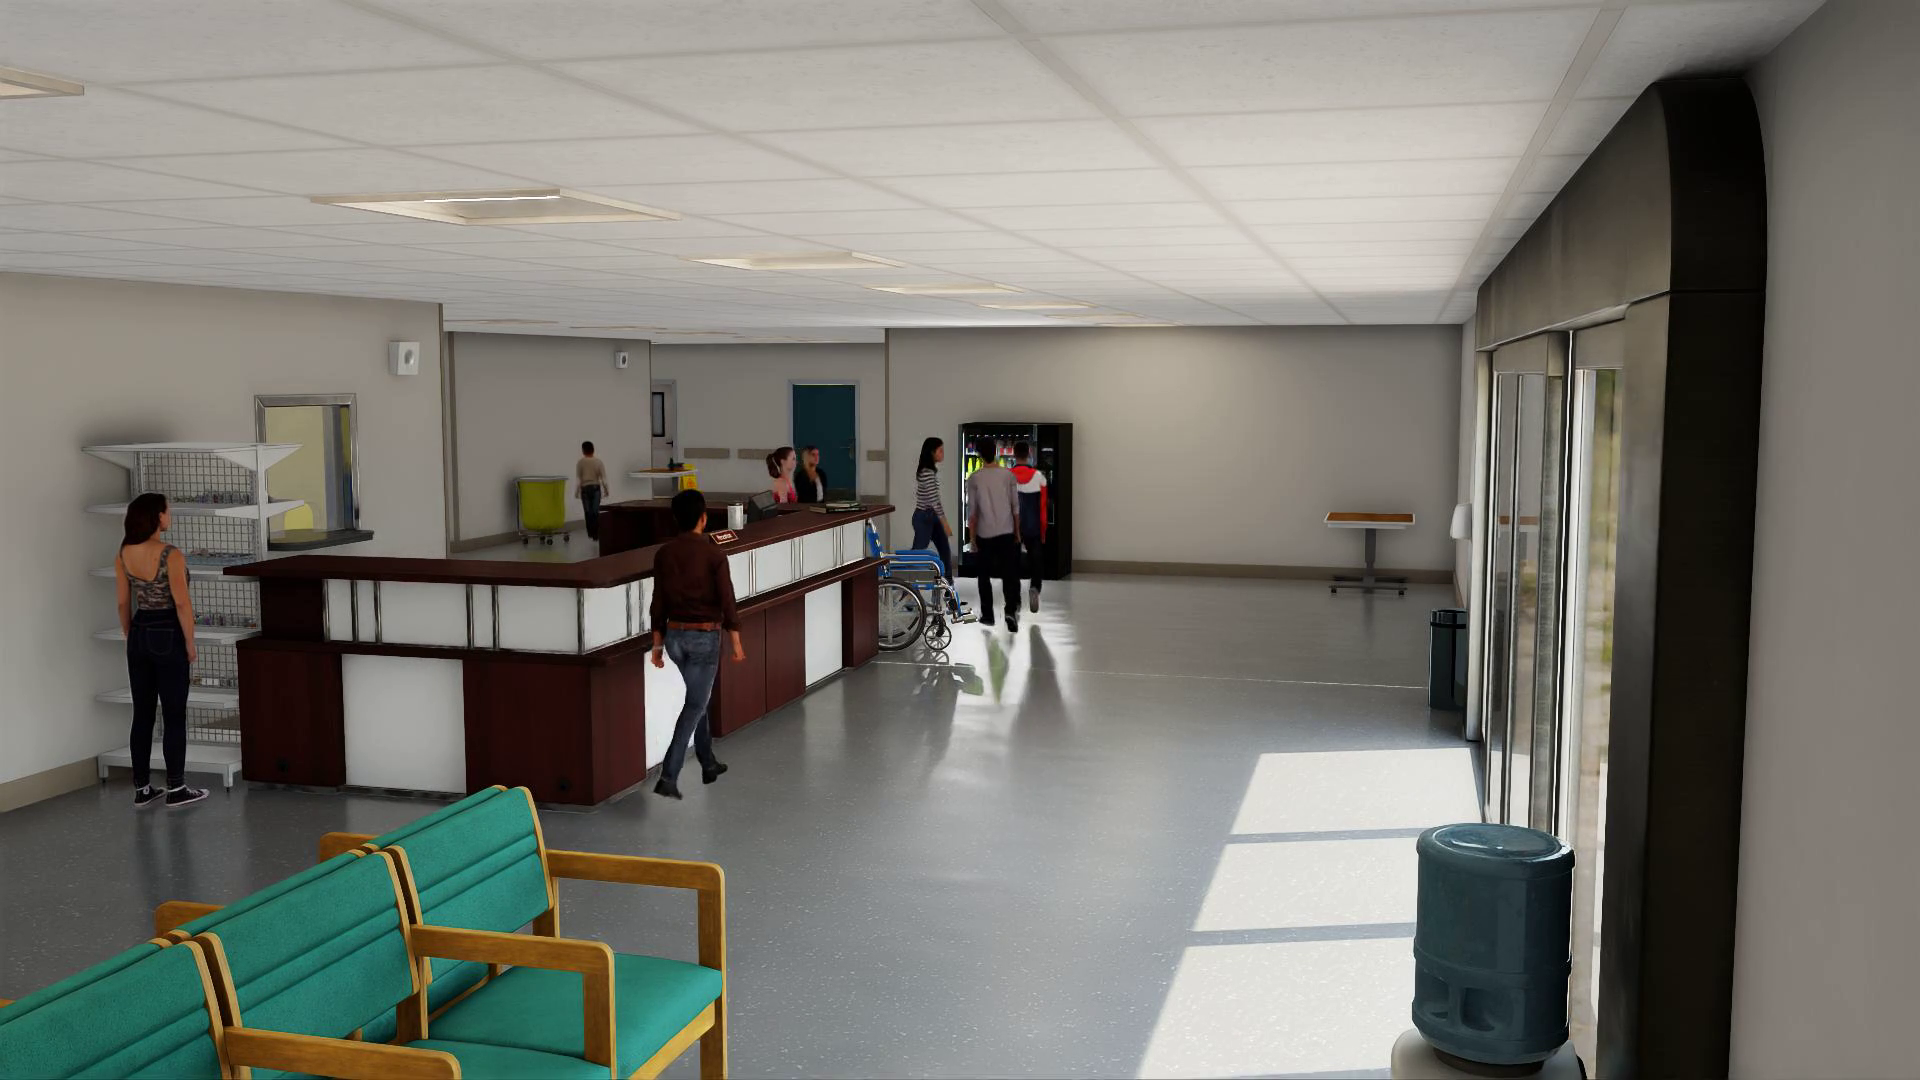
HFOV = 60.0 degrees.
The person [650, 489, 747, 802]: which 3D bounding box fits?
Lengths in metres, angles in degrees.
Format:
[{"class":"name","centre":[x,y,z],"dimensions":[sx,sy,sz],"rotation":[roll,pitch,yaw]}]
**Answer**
[{"class":"person","centre":[-1.534,0.626,9.389],"dimensions":[1.109,1.741,0.788],"rotation":[2,6,21]}]

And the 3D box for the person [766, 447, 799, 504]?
[{"class":"person","centre":[-1.735,-0.004,15.678],"dimensions":[0.744,1.737,0.687],"rotation":[-1,6,-7]}]

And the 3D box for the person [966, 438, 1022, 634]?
[{"class":"person","centre":[0.340,-0.021,15.519],"dimensions":[1.190,1.801,1.057],"rotation":[0,6,-1]}]

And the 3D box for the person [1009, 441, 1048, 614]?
[{"class":"person","centre":[0.634,-0.097,16.592],"dimensions":[1.045,1.738,0.909],"rotation":[0,6,-2]}]

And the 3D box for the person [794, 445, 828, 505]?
[{"class":"person","centre":[-1.666,-0.190,17.915],"dimensions":[0.762,1.658,0.730],"rotation":[5,8,42]}]

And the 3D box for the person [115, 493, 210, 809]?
[{"class":"person","centre":[-4.535,0.611,9.392],"dimensions":[0.467,1.770,0.669],"rotation":[1,6,13]}]

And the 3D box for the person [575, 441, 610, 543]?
[{"class":"person","centre":[-5.305,-0.675,23.822],"dimensions":[0.852,1.440,0.847],"rotation":[0,6,-4]}]

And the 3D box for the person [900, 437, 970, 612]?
[{"class":"person","centre":[-0.434,-0.083,16.664],"dimensions":[0.983,1.680,0.746],"rotation":[0,6,-1]}]
